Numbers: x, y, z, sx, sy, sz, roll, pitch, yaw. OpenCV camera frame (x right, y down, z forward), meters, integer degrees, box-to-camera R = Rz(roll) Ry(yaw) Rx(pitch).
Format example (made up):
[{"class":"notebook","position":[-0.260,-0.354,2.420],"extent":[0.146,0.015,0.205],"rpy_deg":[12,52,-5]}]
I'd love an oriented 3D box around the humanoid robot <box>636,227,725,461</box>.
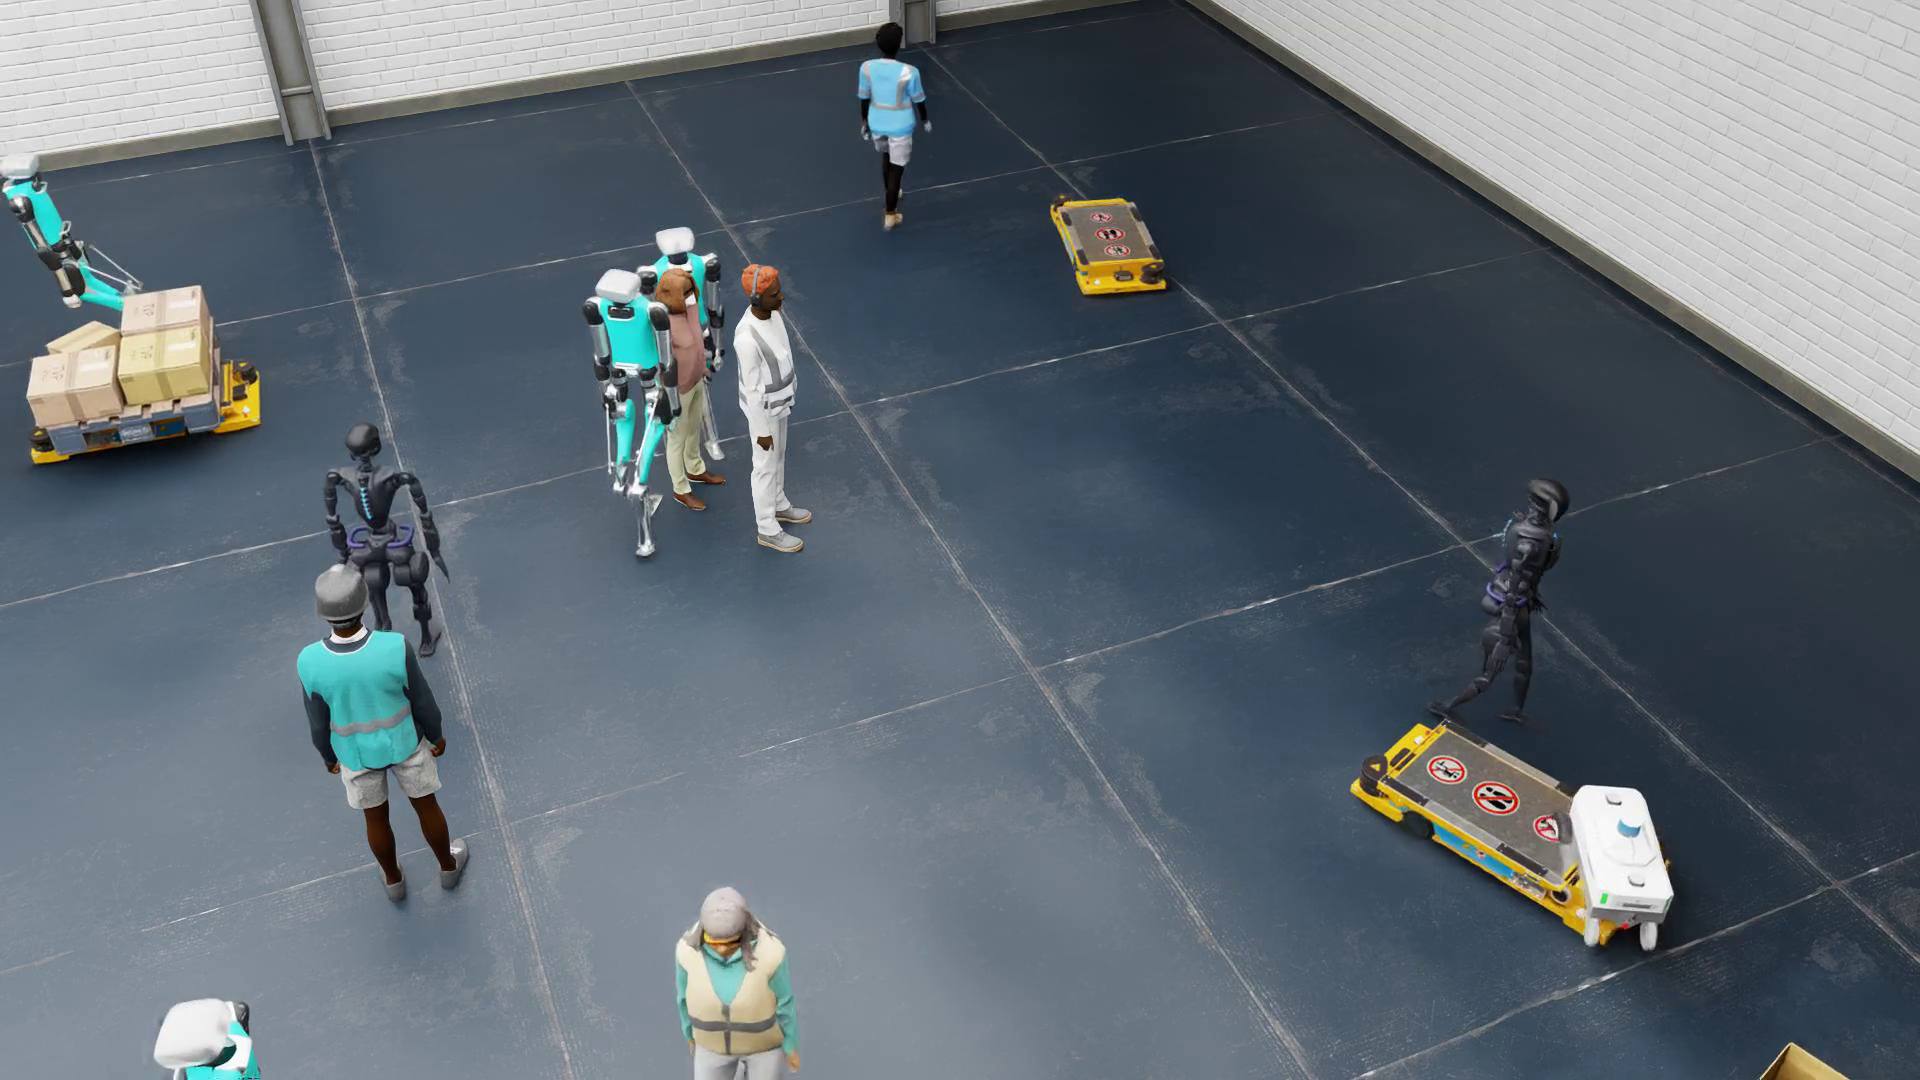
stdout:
[{"class":"humanoid robot","position":[-1.811,-1.283,10.713],"extent":[0.532,1.751,0.698],"rpy_deg":[-15,40,-18]}]

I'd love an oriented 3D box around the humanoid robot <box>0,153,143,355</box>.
[{"class":"humanoid robot","position":[-5.935,-1.865,11.500],"extent":[0.824,1.764,0.543],"rpy_deg":[-10,39,-13]}]

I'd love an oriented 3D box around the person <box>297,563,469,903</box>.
[{"class":"person","position":[-2.678,0.931,7.691],"extent":[0.568,1.938,0.417],"rpy_deg":[-10,39,-13]}]

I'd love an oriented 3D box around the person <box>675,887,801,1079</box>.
[{"class":"person","position":[-0.859,1.940,6.574],"extent":[0.471,1.695,0.443],"rpy_deg":[0,38,0]}]

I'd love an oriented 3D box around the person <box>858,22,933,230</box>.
[{"class":"person","position":[-0.493,-3.406,13.549],"extent":[0.542,1.673,0.708],"rpy_deg":[18,41,21]}]

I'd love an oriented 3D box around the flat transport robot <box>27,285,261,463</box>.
[{"class":"flat transport robot","position":[-5.585,-0.895,11.439],"extent":[1.431,0.231,0.659],"rpy_deg":[-12,39,-15]}]

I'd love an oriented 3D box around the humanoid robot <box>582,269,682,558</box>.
[{"class":"humanoid robot","position":[-2.005,-0.682,9.973],"extent":[0.546,1.794,0.863],"rpy_deg":[8,38,10]}]

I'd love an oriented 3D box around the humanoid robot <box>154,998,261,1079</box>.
[{"class":"humanoid robot","position":[-2.795,2.387,6.050],"extent":[0.783,1.891,0.545],"rpy_deg":[-6,38,-8]}]

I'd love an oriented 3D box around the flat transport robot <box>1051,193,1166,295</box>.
[{"class":"flat transport robot","position":[1.180,-2.406,13.405],"extent":[0.659,0.231,1.431],"rpy_deg":[-5,38,-6]}]

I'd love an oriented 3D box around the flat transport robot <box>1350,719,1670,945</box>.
[{"class":"flat transport robot","position":[2.771,1.422,8.423],"extent":[1.431,0.231,0.659],"rpy_deg":[31,47,34]}]

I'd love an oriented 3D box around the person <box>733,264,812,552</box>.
[{"class":"person","position":[-1.133,-0.797,9.988],"extent":[0.356,1.882,0.574],"rpy_deg":[5,38,6]}]

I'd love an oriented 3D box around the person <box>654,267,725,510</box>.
[{"class":"person","position":[-1.711,-0.964,10.406],"extent":[0.279,1.633,0.497],"rpy_deg":[12,39,16]}]

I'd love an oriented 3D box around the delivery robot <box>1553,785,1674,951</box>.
[{"class":"delivery robot","position":[3.170,1.541,8.045],"extent":[0.499,0.608,0.797],"rpy_deg":[4,38,5]}]

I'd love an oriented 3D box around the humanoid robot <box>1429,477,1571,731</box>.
[{"class":"humanoid robot","position":[2.894,0.371,8.654],"extent":[0.615,1.635,0.611],"rpy_deg":[20,42,24]}]

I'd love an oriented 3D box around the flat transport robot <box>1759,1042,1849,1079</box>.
[{"class":"flat transport robot","position":[3.439,2.925,6.466],"extent":[1.431,0.231,0.659],"rpy_deg":[-23,43,-27]}]

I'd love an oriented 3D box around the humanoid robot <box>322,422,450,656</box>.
[{"class":"humanoid robot","position":[-3.119,0.118,9.009],"extent":[0.612,1.648,0.730],"rpy_deg":[-1,38,-2]}]
